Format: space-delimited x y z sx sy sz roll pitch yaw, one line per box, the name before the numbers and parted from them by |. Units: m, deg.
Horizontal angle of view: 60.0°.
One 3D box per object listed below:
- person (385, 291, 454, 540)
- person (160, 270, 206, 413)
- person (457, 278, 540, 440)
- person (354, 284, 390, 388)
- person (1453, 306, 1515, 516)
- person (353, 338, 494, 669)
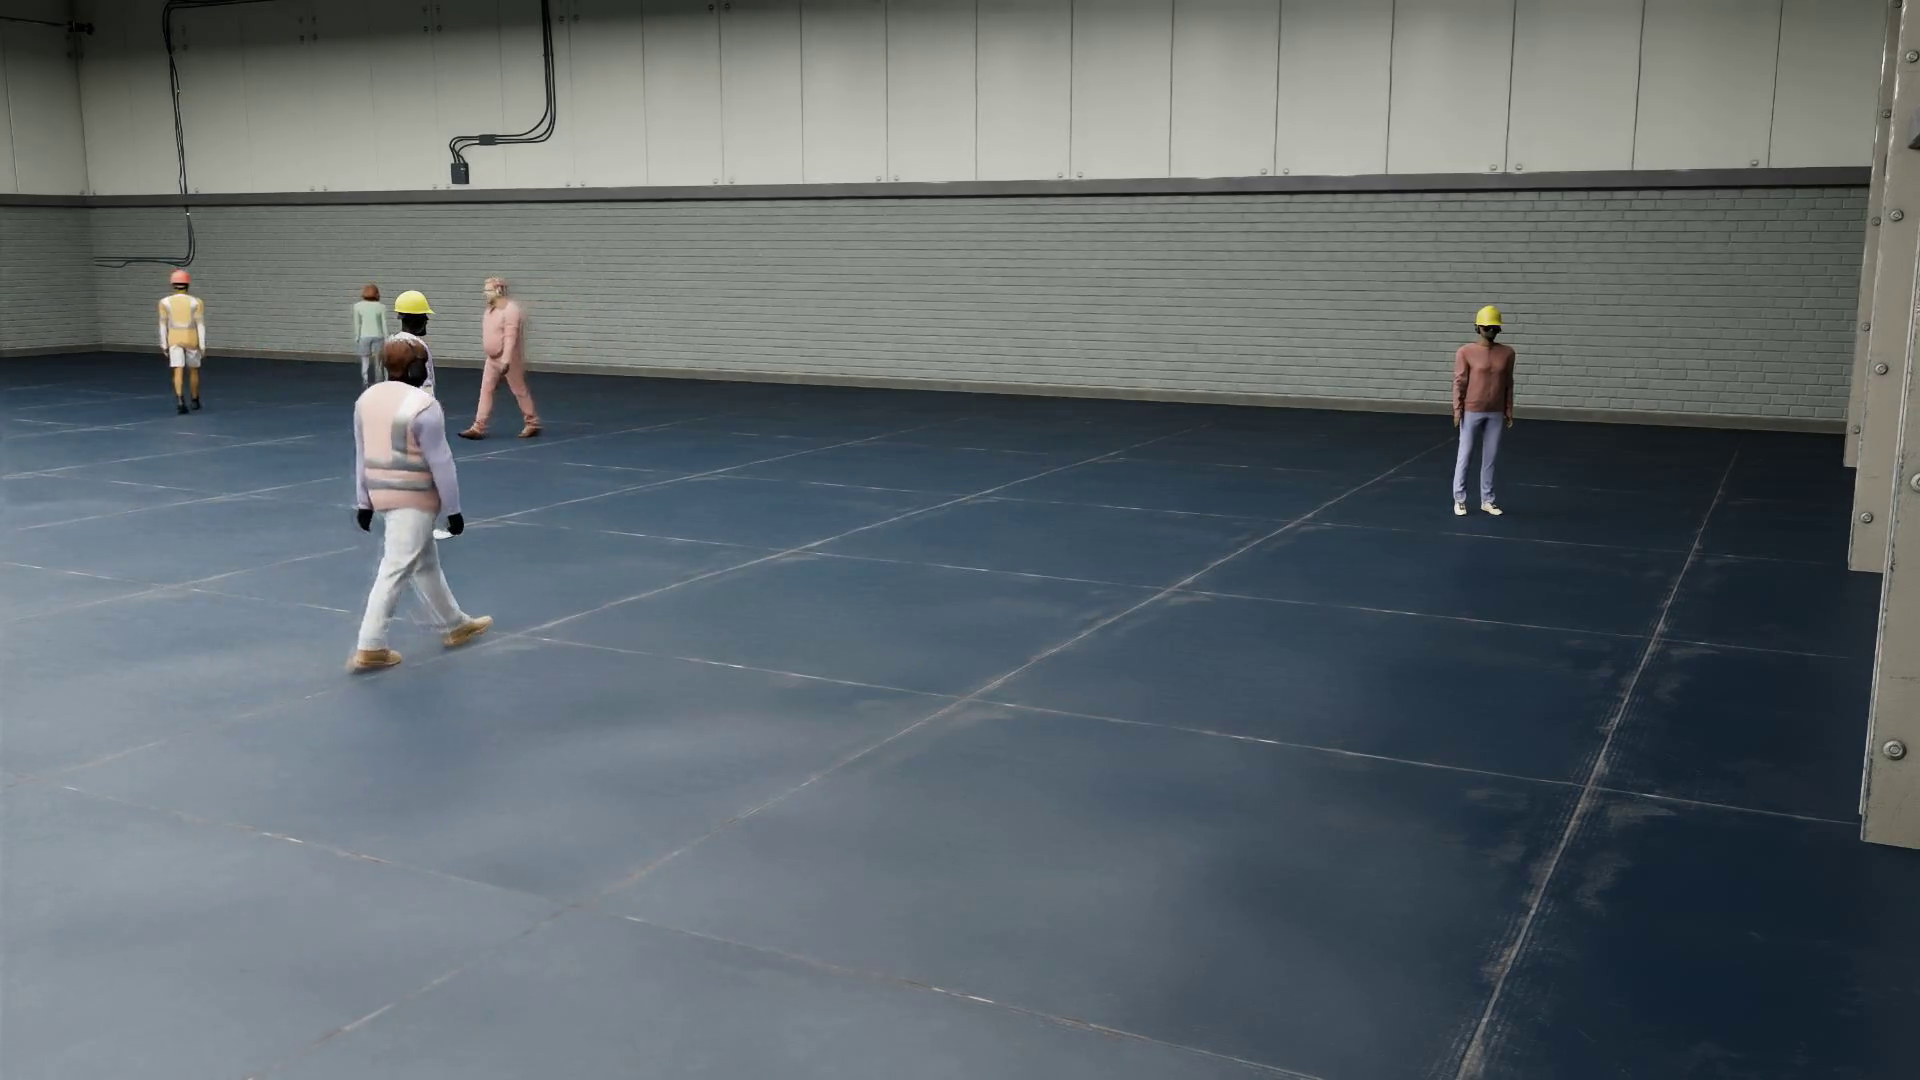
person | -4.211 -0.958 12.877 0.366 1.926 0.594 -10 14 -43
person | -10.336 -2.641 22.140 0.553 1.903 0.941 -3 11 -17
person | -5.297 -2.073 19.154 0.658 1.853 1.004 9 13 39
person | -8.887 -3.050 25.121 0.525 1.618 0.448 -1 10 -7
person | 4.401 -1.077 13.966 0.535 1.767 0.315 -1 10 -8
person | -3.024 -0.216 9.203 0.650 1.794 0.979 8 13 36
